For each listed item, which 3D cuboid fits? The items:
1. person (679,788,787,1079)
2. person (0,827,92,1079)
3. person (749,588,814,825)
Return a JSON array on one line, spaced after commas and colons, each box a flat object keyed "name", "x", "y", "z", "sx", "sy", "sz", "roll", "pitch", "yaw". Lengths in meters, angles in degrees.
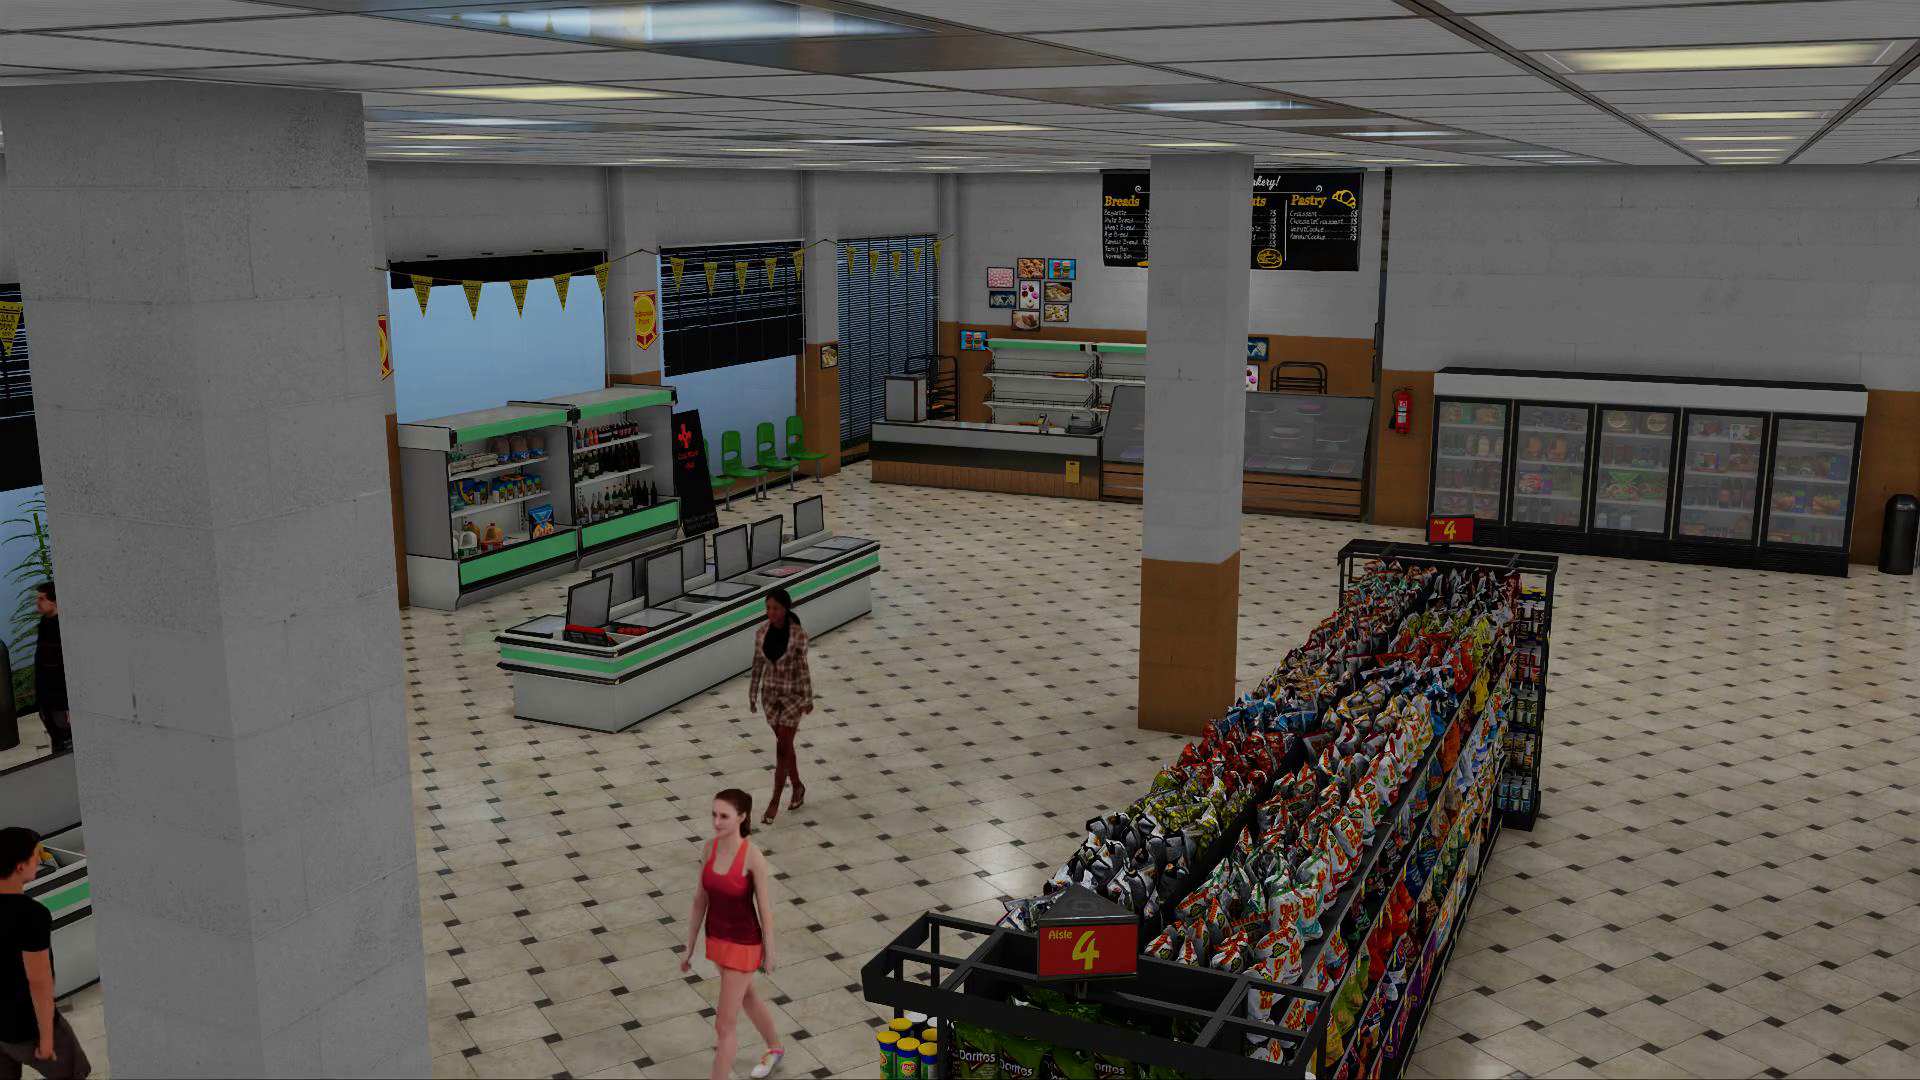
[{"name": "person", "x": -1.121, "y": 2.097, "z": 8.647, "sx": 0.714, "sy": 1.705, "sz": 1.178, "roll": 8, "pitch": 15, "yaw": 35}, {"name": "person", "x": -4.405, "y": 2.245, "z": 7.625, "sx": 0.752, "sy": 1.836, "sz": 0.836, "roll": 3, "pitch": 12, "yaw": 15}, {"name": "person", "x": -1.304, "y": 1.228, "z": 12.638, "sx": 0.606, "sy": 1.762, "sz": 0.921, "roll": 5, "pitch": 13, "yaw": 23}]
